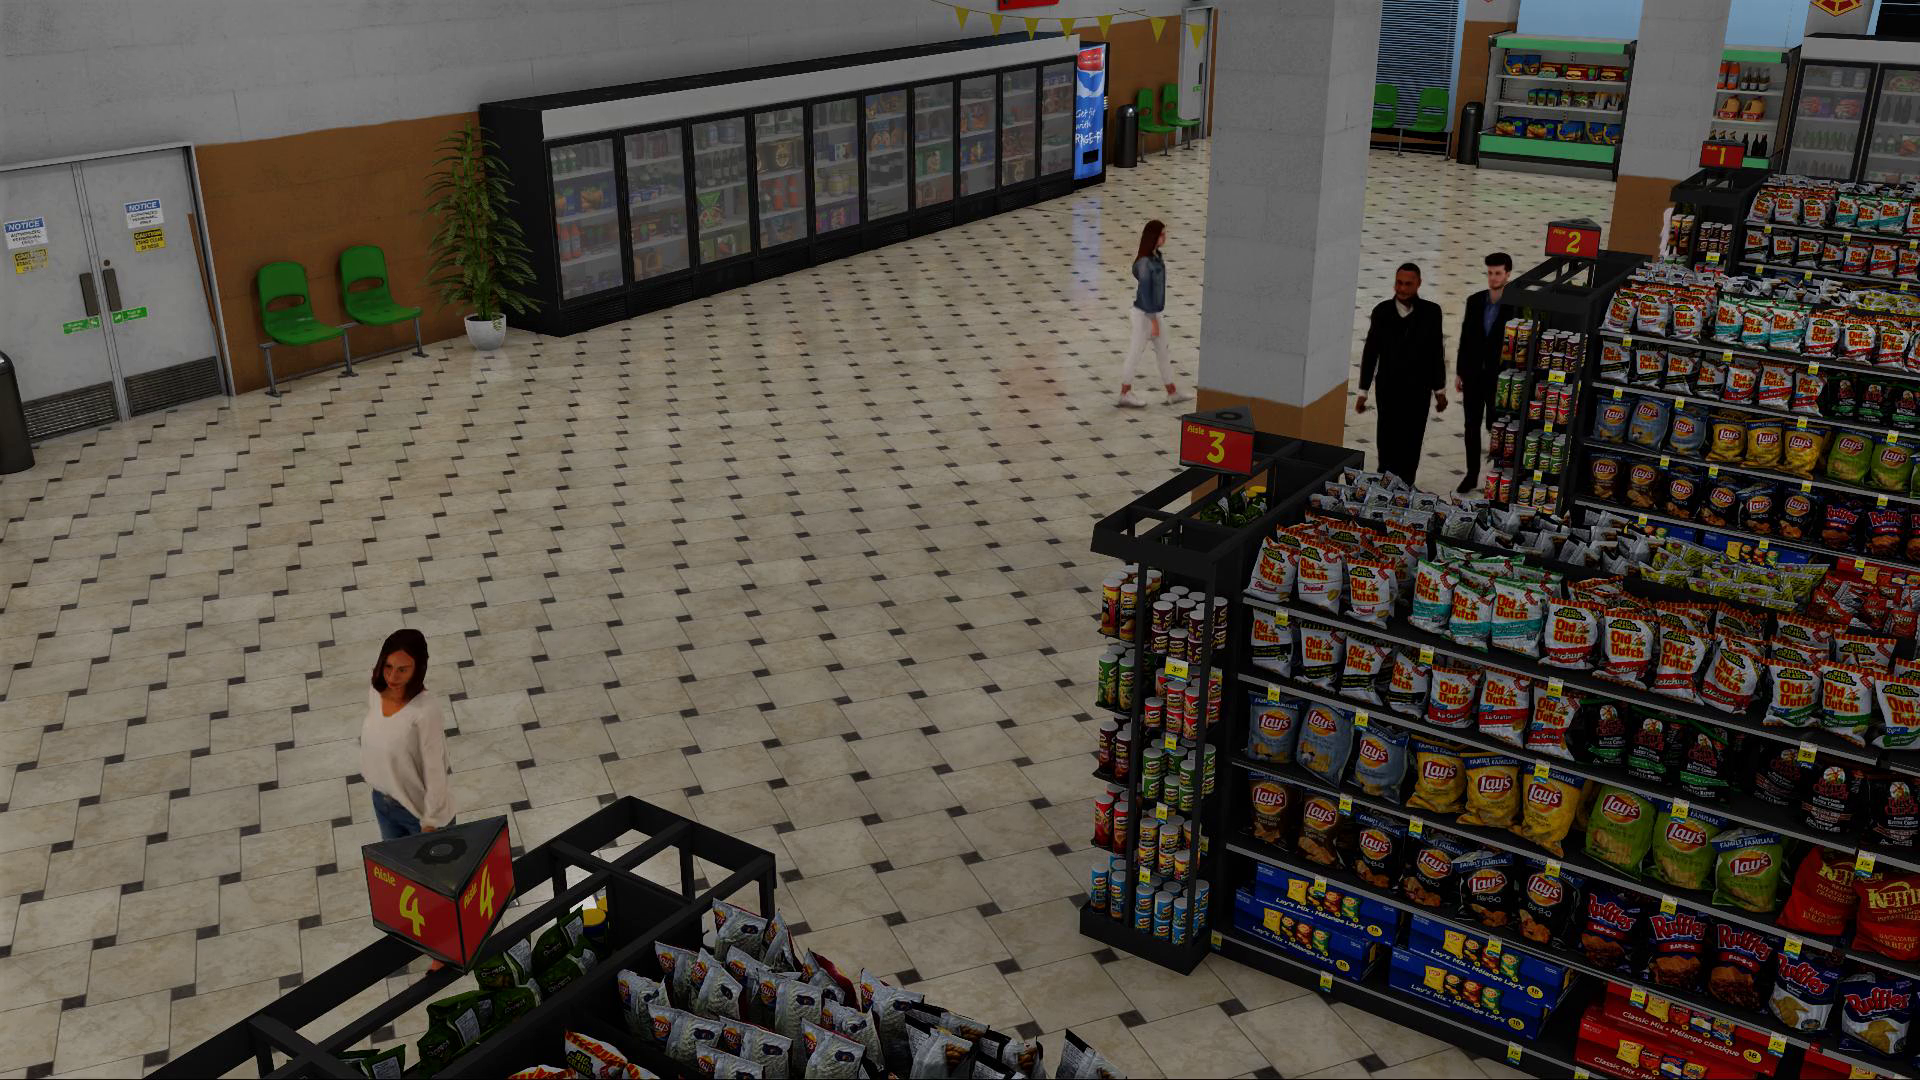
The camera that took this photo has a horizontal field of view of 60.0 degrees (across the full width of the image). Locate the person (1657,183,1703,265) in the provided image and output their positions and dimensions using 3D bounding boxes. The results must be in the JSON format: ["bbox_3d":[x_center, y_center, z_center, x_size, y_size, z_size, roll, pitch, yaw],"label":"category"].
[{"bbox_3d":[7.117,-2.731,16.589,0.875,1.659,0.832,-15,26,-33],"label":"person"}]

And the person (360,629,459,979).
[{"bbox_3d":[-2.308,1.111,7.025,0.799,1.660,0.509,-17,27,-36],"label":"person"}]

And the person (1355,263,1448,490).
[{"bbox_3d":[3.303,-1.139,12.333,0.723,1.879,0.896,10,24,24],"label":"person"}]

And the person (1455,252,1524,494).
[{"bbox_3d":[4.070,-1.283,12.700,0.806,1.871,0.780,17,27,36],"label":"person"}]

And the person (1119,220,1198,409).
[{"bbox_3d":[1.566,-1.985,14.700,0.960,1.682,0.731,10,24,24],"label":"person"}]
